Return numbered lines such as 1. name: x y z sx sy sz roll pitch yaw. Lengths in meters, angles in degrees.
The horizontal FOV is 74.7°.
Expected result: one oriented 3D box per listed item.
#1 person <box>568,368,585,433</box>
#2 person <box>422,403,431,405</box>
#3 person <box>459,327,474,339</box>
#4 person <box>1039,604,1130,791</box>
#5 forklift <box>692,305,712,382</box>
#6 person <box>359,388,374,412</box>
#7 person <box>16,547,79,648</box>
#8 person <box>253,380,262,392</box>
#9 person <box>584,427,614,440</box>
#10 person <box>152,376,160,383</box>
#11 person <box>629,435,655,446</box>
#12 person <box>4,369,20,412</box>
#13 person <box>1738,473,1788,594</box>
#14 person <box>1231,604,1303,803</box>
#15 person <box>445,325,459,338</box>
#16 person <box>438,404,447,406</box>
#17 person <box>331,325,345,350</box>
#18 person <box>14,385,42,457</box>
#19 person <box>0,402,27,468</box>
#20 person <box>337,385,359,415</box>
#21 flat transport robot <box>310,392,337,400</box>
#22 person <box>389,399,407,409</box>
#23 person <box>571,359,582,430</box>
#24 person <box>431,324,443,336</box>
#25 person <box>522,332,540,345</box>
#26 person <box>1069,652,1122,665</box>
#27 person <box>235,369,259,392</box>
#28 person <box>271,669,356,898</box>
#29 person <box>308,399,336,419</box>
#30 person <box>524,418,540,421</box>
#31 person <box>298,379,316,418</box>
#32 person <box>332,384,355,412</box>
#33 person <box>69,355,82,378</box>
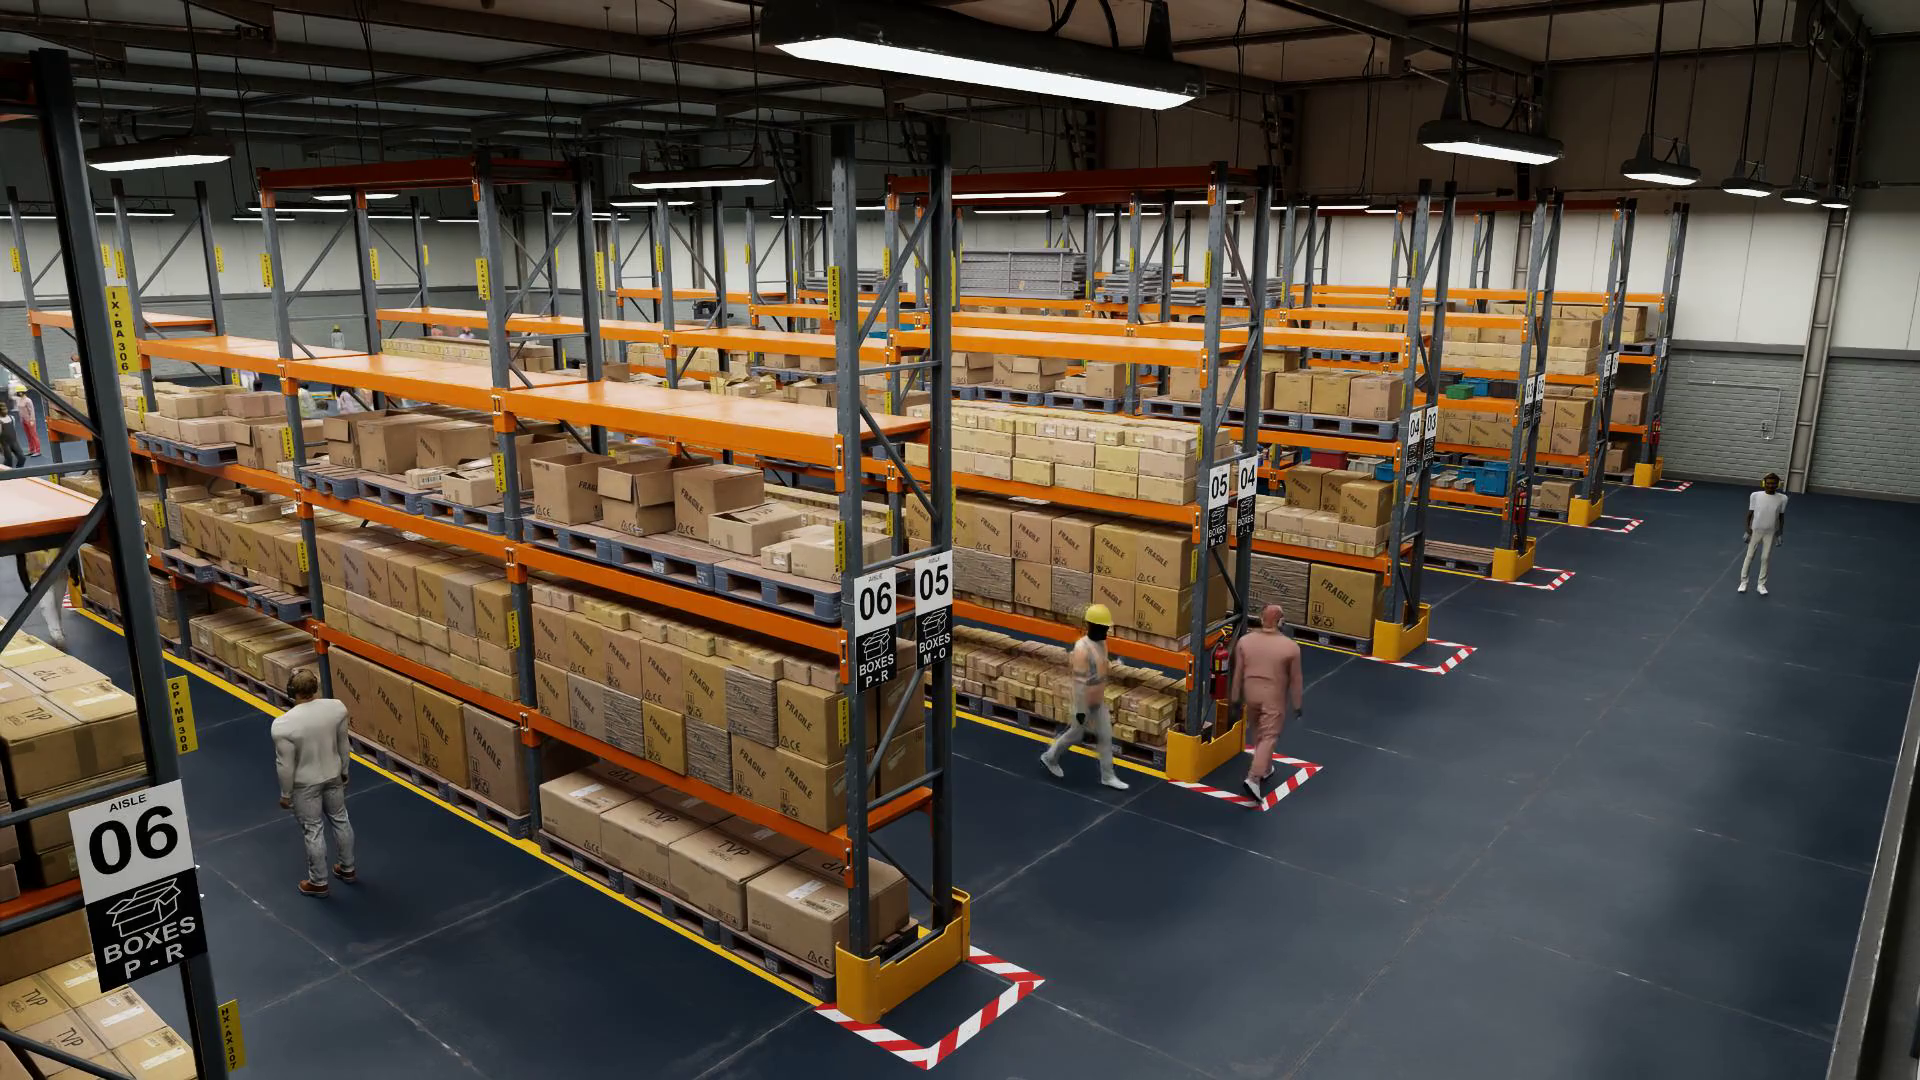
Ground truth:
1. person: -10.175 -3.588 33.413 0.962 1.900 0.608 4 14 16
2. person: -16.217 -4.788 38.344 0.410 1.912 0.643 1 14 4
3. person: -18.982 -7.269 48.429 0.587 1.990 0.801 10 17 36
4. person: 1.227 1.522 12.456 0.899 1.891 0.624 8 16 31
5. forklift: -9.511 -7.392 47.124 1.873 2.768 1.129 11 17 38
6. person: -16.070 -3.649 34.282 0.769 1.603 0.540 10 17 35
7. person: -12.199 0.505 16.861 1.006 1.788 0.618 10 17 37
8. person: -17.065 -2.963 30.839 0.374 1.912 0.587 8 16 31
9. person: -7.446 -1.798 25.884 0.710 1.989 0.902 0 14 0
10. person: -20.486 -3.287 32.311 0.834 1.848 0.518 1 14 5
11. person: -6.094 -1.351 24.254 0.550 1.902 0.941 -11 17 -37
12. person: -29.086 -4.743 38.742 0.549 1.623 0.528 0 14 2
13. person: 12.240 -0.105 19.164 0.521 1.873 0.335 7 15 25
14. person: 2.973 1.569 12.310 0.669 1.863 0.924 10 17 35
15. person: -22.209 -8.846 55.095 0.650 1.886 0.749 4 14 15
16. person: -14.685 -4.045 35.489 0.592 1.826 1.029 -12 18 -39
17. person: -25.433 -7.908 51.528 0.492 1.742 0.323 -6 15 -24
18. person: -23.004 -2.940 31.040 0.523 1.769 0.321 7 15 28
19. person: -20.677 -2.087 27.409 0.462 1.822 0.542 3 14 12
20. person: -15.478 -3.108 31.679 0.946 1.792 0.647 -5 15 -20
21. flat transport robot: -21.362 -4.800 41.897 1.431 0.197 0.652 -3 14 -12
22. person: -16.919 -4.603 37.648 1.040 1.895 0.596 0 14 0
23. person: -10.722 -4.089 35.353 0.367 1.966 0.604 6 15 22
24. person: -21.021 -7.795 50.532 0.612 1.997 0.375 -4 14 -18
25. person: -18.016 -8.305 52.919 0.669 1.850 0.980 -6 15 -24
26. person: 1.751 0.817 15.951 0.510 1.593 0.871 -10 17 -34
27. person: -22.612 -5.175 40.007 0.619 1.884 0.990 -12 18 -41
28. person: -5.332 1.988 10.411 0.373 1.940 0.629 8 16 30
29. person: -13.806 -2.129 27.473 0.714 1.867 1.028 -1 14 -2
30. person: -10.292 -2.749 30.014 0.574 1.883 0.355 -1 14 -3
31. person: -16.662 -3.191 31.961 0.714 1.825 0.621 -12 18 -40
32. person: -17.320 -4.112 35.428 0.632 1.975 0.758 0 14 1
33. person: -28.096 -5.089 40.145 0.309 1.639 0.522 5 14 19
